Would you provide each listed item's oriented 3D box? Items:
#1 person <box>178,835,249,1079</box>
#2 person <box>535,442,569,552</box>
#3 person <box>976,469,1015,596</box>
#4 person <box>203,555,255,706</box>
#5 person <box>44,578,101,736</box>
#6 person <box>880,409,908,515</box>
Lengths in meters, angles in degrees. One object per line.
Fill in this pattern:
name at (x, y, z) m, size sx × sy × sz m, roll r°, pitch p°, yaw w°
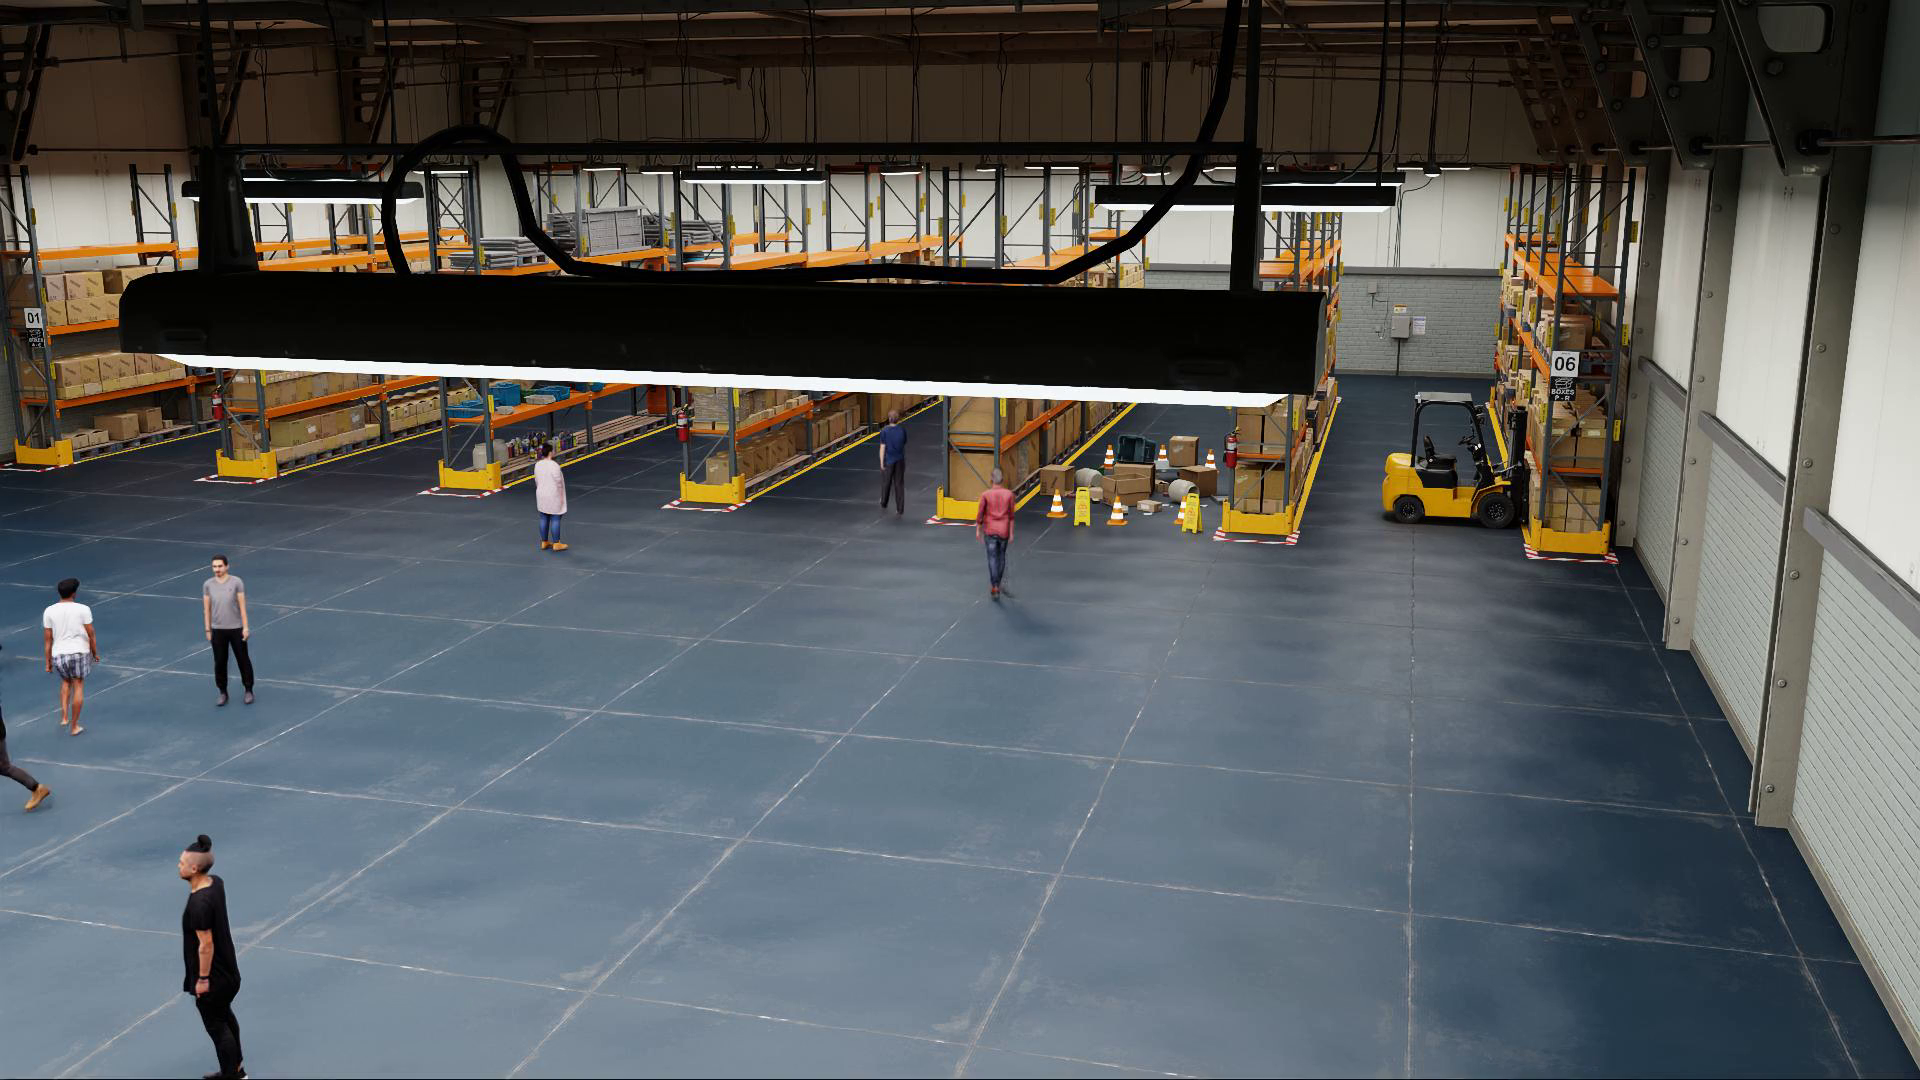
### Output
person at (-4.986, 2.833, 11.073) m, size 0.840 × 1.865 × 0.721 m, roll -4°, pitch 14°, yaw -16°
person at (-6.575, -0.709, 26.639) m, size 0.746 × 1.744 × 0.712 m, roll 7°, pitch 15°, yaw 29°
person at (0.530, -0.074, 23.808) m, size 1.054 × 1.783 × 1.330 m, roll -2°, pitch 13°, yaw -10°
person at (-8.439, 1.015, 19.171) m, size 0.700 × 1.753 × 0.703 m, roll -3°, pitch 13°, yaw -14°
person at (-9.671, 1.299, 18.067) m, size 0.769 × 1.698 × 0.797 m, roll -3°, pitch 13°, yaw -12°
person at (-1.115, -1.306, 29.075) m, size 1.057 × 1.806 × 1.325 m, roll -4°, pitch 14°, yaw -15°
